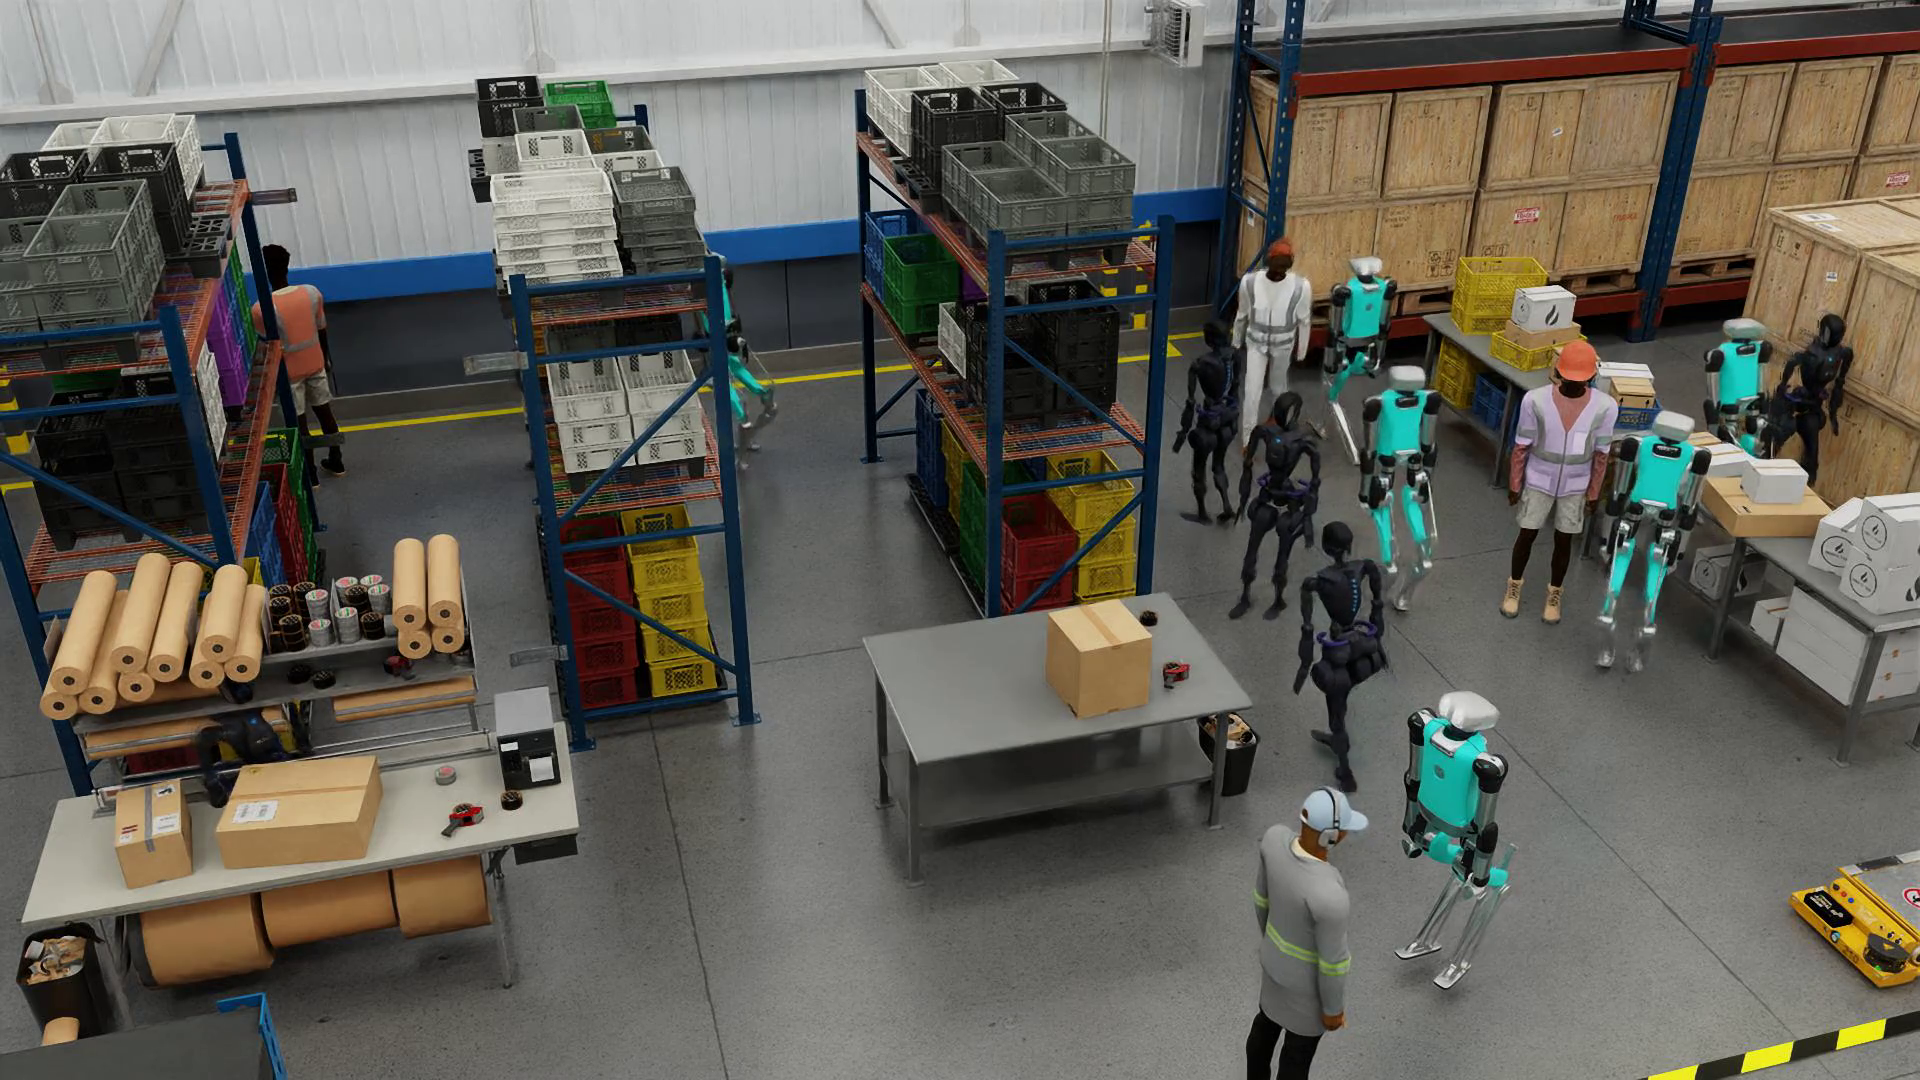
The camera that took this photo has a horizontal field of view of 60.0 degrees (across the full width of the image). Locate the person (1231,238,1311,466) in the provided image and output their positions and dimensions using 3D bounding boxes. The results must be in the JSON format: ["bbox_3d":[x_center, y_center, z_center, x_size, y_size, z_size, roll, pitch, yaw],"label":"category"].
[{"bbox_3d":[2.502,-1.592,13.430,0.623,1.844,0.887,7,30,12],"label":"person"}]

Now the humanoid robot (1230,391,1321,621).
[{"bbox_3d":[2.104,-0.203,11.073,0.596,1.663,0.388,21,35,33],"label":"humanoid robot"}]

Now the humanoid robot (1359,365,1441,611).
[{"bbox_3d":[2.966,-0.192,11.076,0.556,1.876,0.725,-6,29,-11],"label":"humanoid robot"}]

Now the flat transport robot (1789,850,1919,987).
[{"bbox_3d":[5.163,1.916,8.676,1.431,0.231,0.659,-8,30,-14],"label":"flat transport robot"}]

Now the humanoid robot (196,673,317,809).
[{"bbox_3d":[-3.465,1.282,8.369,0.403,1.645,0.602,21,35,34],"label":"humanoid robot"}]

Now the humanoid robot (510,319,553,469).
[{"bbox_3d":[-3.334,-1.313,13.074,0.335,1.662,0.601,-19,34,-30],"label":"humanoid robot"}]

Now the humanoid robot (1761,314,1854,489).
[{"bbox_3d":[6.306,-0.929,12.408,0.595,1.635,0.604,-5,29,-10],"label":"humanoid robot"}]

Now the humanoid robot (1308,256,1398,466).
[{"bbox_3d":[3.071,-1.546,13.477,0.549,1.767,0.907,-7,30,-13],"label":"humanoid robot"}]

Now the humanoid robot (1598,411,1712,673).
[{"bbox_3d":[4.275,0.106,10.418,0.543,1.771,0.673,11,31,20],"label":"humanoid robot"}]

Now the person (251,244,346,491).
[{"bbox_3d":[-5.112,-1.330,12.819,0.361,1.964,0.612,16,33,27],"label":"person"}]

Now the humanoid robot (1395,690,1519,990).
[{"bbox_3d":[2.466,1.386,7.975,0.735,1.677,0.533,-17,33,-28],"label":"humanoid robot"}]

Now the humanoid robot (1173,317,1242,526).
[{"bbox_3d":[1.866,-0.867,12.284,0.585,1.662,0.362,-21,35,-33],"label":"humanoid robot"}]

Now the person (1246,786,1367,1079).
[{"bbox_3d":[1.492,1.837,7.180,0.398,1.848,0.587,-11,31,-19],"label":"person"}]

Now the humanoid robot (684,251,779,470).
[{"bbox_3d":[-1.740,-1.379,13.159,0.720,1.777,0.536,14,32,24],"label":"humanoid robot"}]

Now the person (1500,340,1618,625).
[{"bbox_3d":[3.944,-0.372,11.014,0.598,2.035,0.401,8,30,14],"label":"person"}]

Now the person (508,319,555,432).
[{"bbox_3d":[-3.517,-1.762,13.758,0.405,1.824,0.584,4,29,8],"label":"person"}]

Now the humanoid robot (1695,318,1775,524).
[{"bbox_3d":[5.626,-0.653,11.812,0.530,1.690,1.030,-10,30,-18],"label":"humanoid robot"}]

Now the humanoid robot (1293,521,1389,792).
[{"bbox_3d":[2.203,0.656,9.537,0.610,1.634,0.527,-13,31,-22],"label":"humanoid robot"}]
